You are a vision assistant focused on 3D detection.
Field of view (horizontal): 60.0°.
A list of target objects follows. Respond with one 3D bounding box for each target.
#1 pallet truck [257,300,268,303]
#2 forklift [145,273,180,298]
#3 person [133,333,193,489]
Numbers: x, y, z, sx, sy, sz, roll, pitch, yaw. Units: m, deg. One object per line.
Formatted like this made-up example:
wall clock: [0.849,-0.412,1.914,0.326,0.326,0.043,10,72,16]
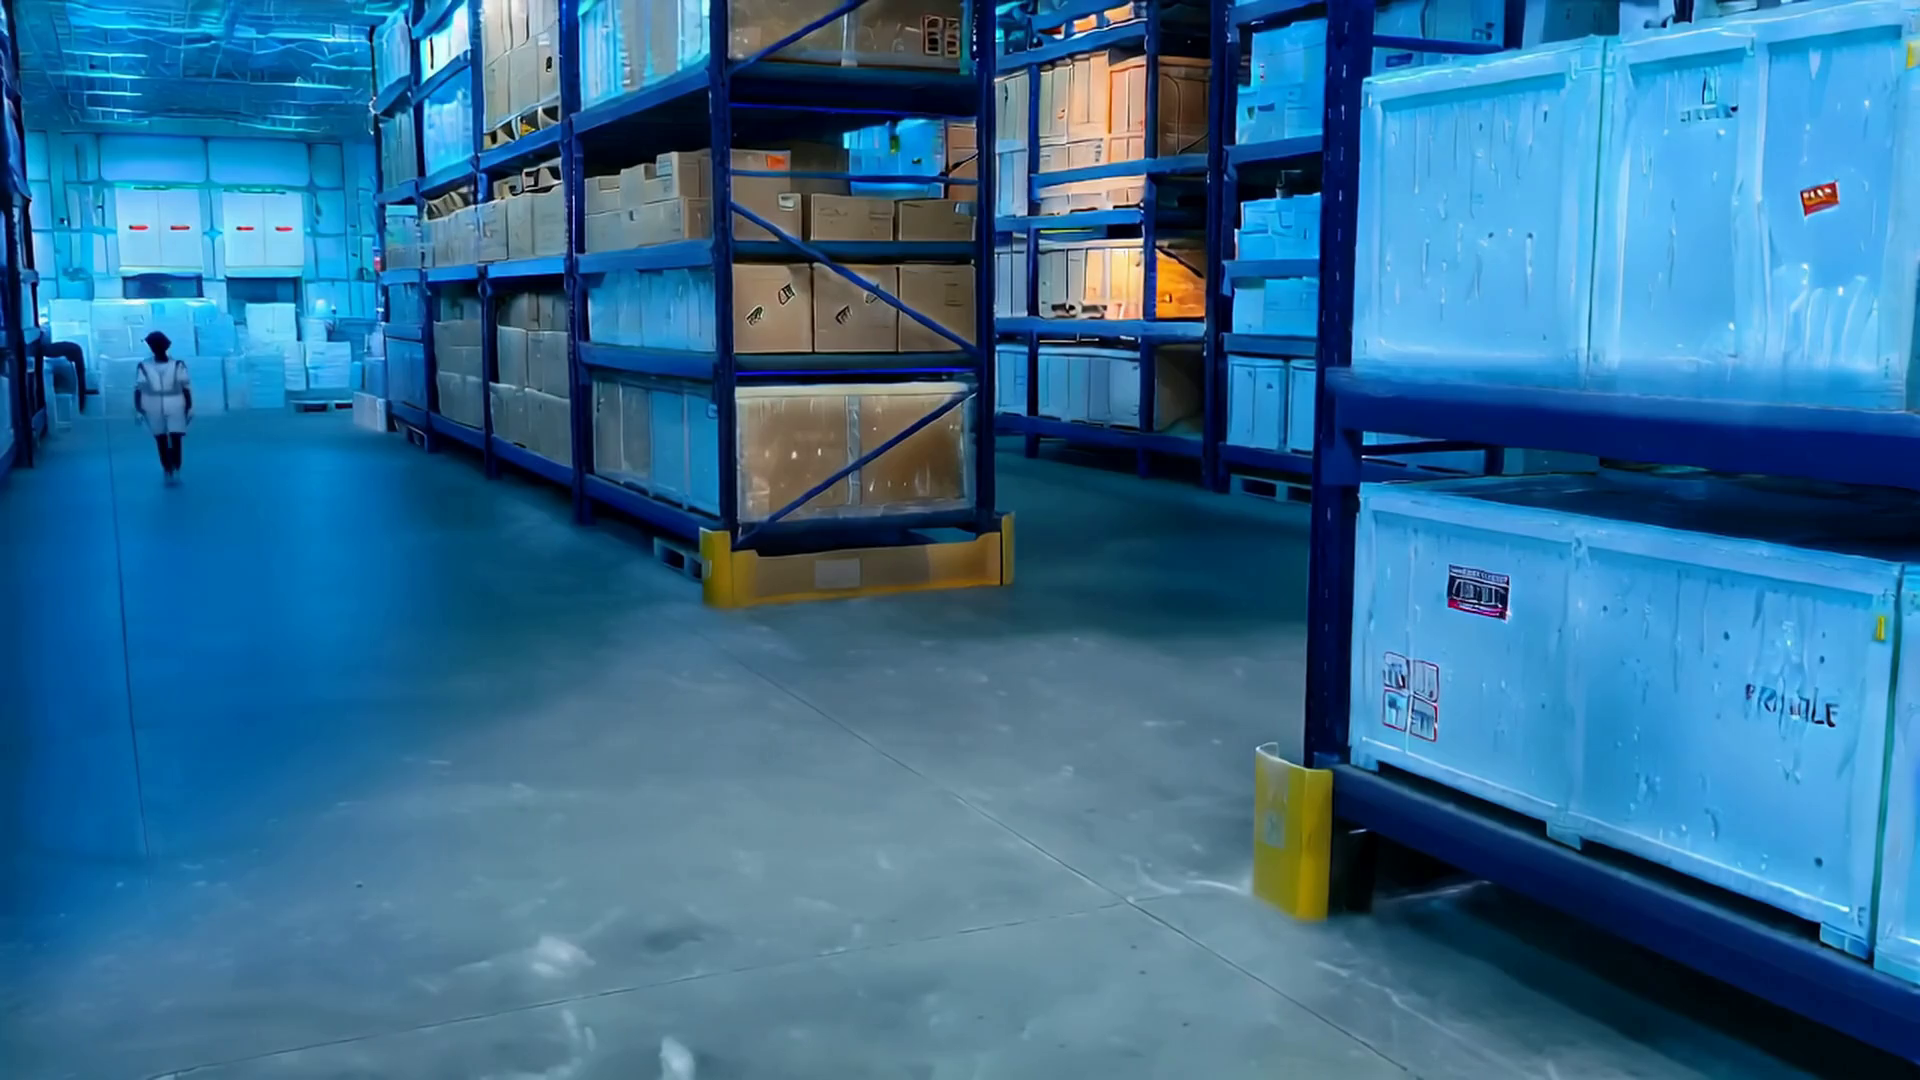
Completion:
pallet truck: [-23.913,-7.404,58.171,1.885,1.965,0.823,-1,8,-9]
forklift: [-25.114,-7.030,52.567,1.873,2.768,1.129,6,10,37]
person: [-8.475,-1.363,17.671,0.553,1.648,0.861,-3,9,-17]
